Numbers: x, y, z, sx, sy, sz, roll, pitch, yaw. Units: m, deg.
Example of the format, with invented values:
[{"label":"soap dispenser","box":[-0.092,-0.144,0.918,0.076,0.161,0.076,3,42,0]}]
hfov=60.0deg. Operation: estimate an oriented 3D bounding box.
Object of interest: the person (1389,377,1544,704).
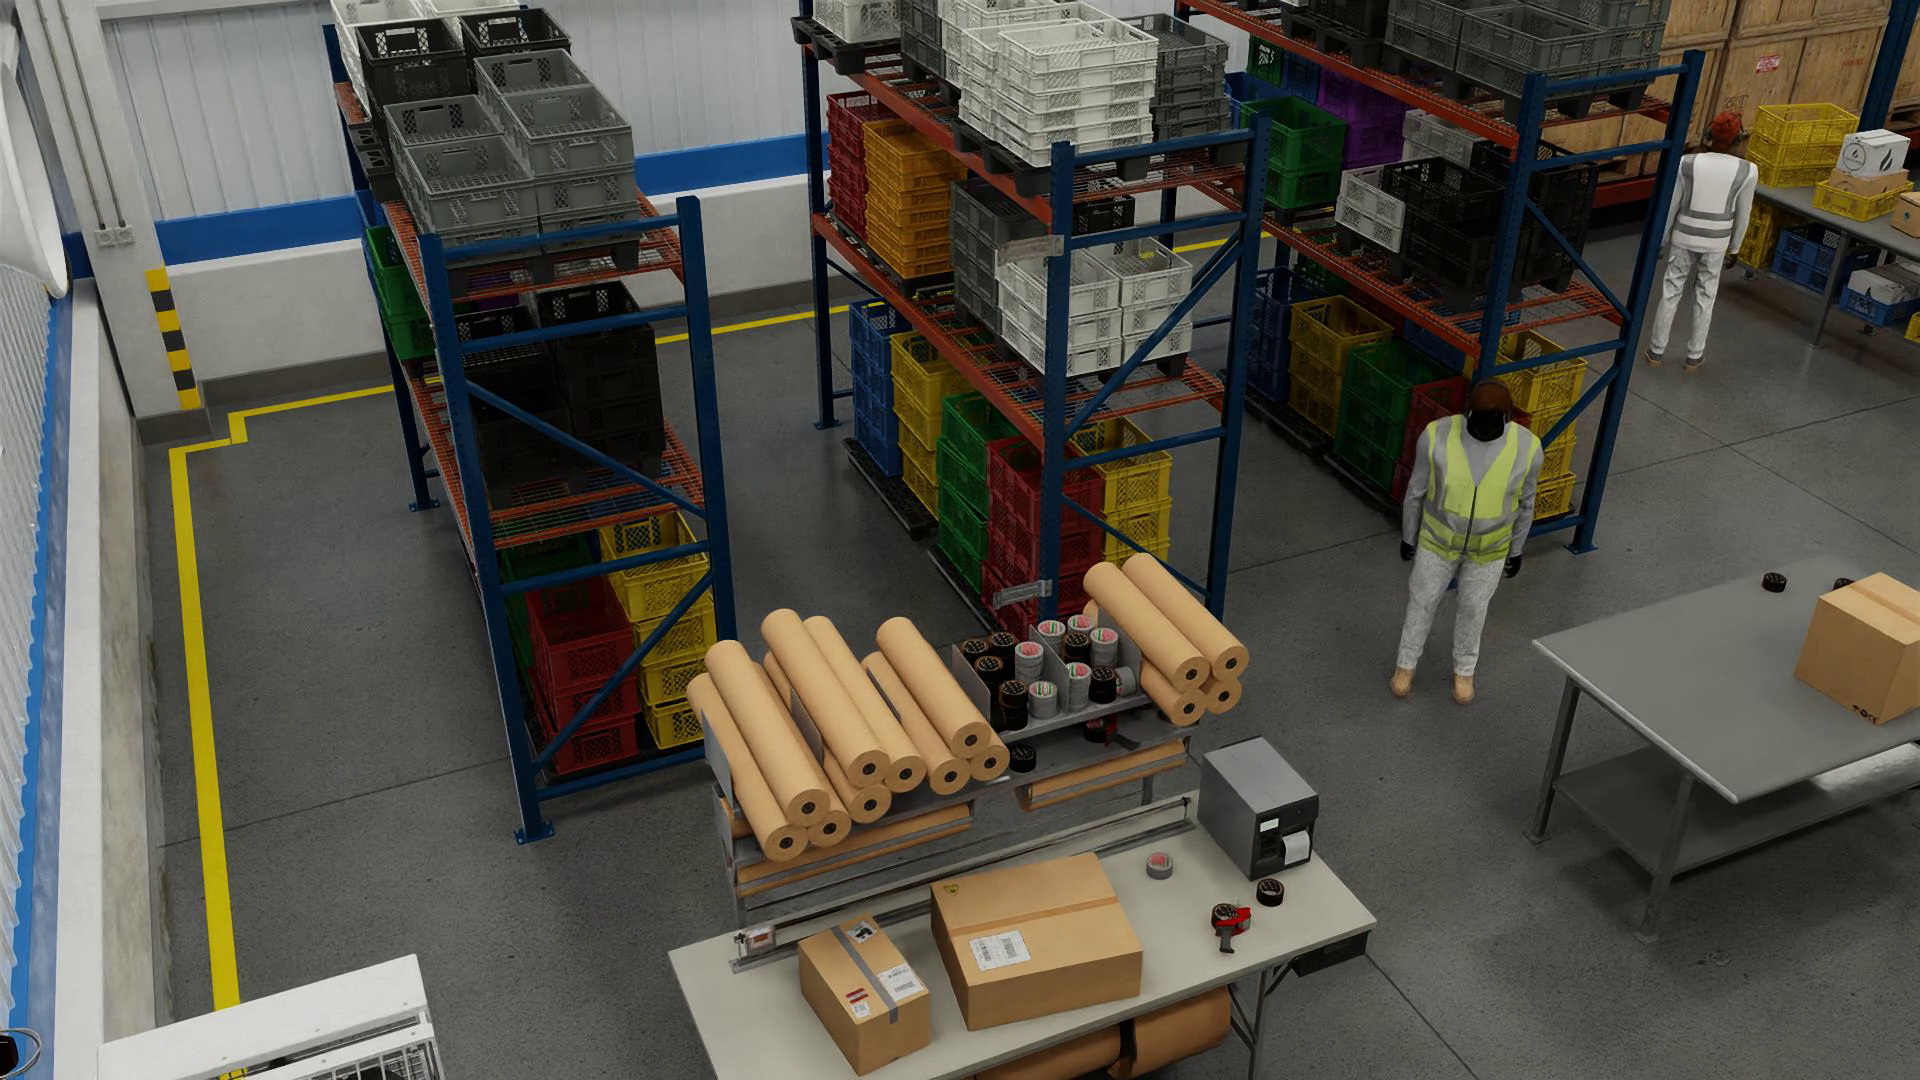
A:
[{"label":"person","box":[2.549,0.014,8.436,0.634,1.839,0.429,8,33,13]}]

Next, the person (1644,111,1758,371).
[{"label":"person","box":[5.269,-2.118,11.858,0.572,1.883,0.355,14,34,21]}]
